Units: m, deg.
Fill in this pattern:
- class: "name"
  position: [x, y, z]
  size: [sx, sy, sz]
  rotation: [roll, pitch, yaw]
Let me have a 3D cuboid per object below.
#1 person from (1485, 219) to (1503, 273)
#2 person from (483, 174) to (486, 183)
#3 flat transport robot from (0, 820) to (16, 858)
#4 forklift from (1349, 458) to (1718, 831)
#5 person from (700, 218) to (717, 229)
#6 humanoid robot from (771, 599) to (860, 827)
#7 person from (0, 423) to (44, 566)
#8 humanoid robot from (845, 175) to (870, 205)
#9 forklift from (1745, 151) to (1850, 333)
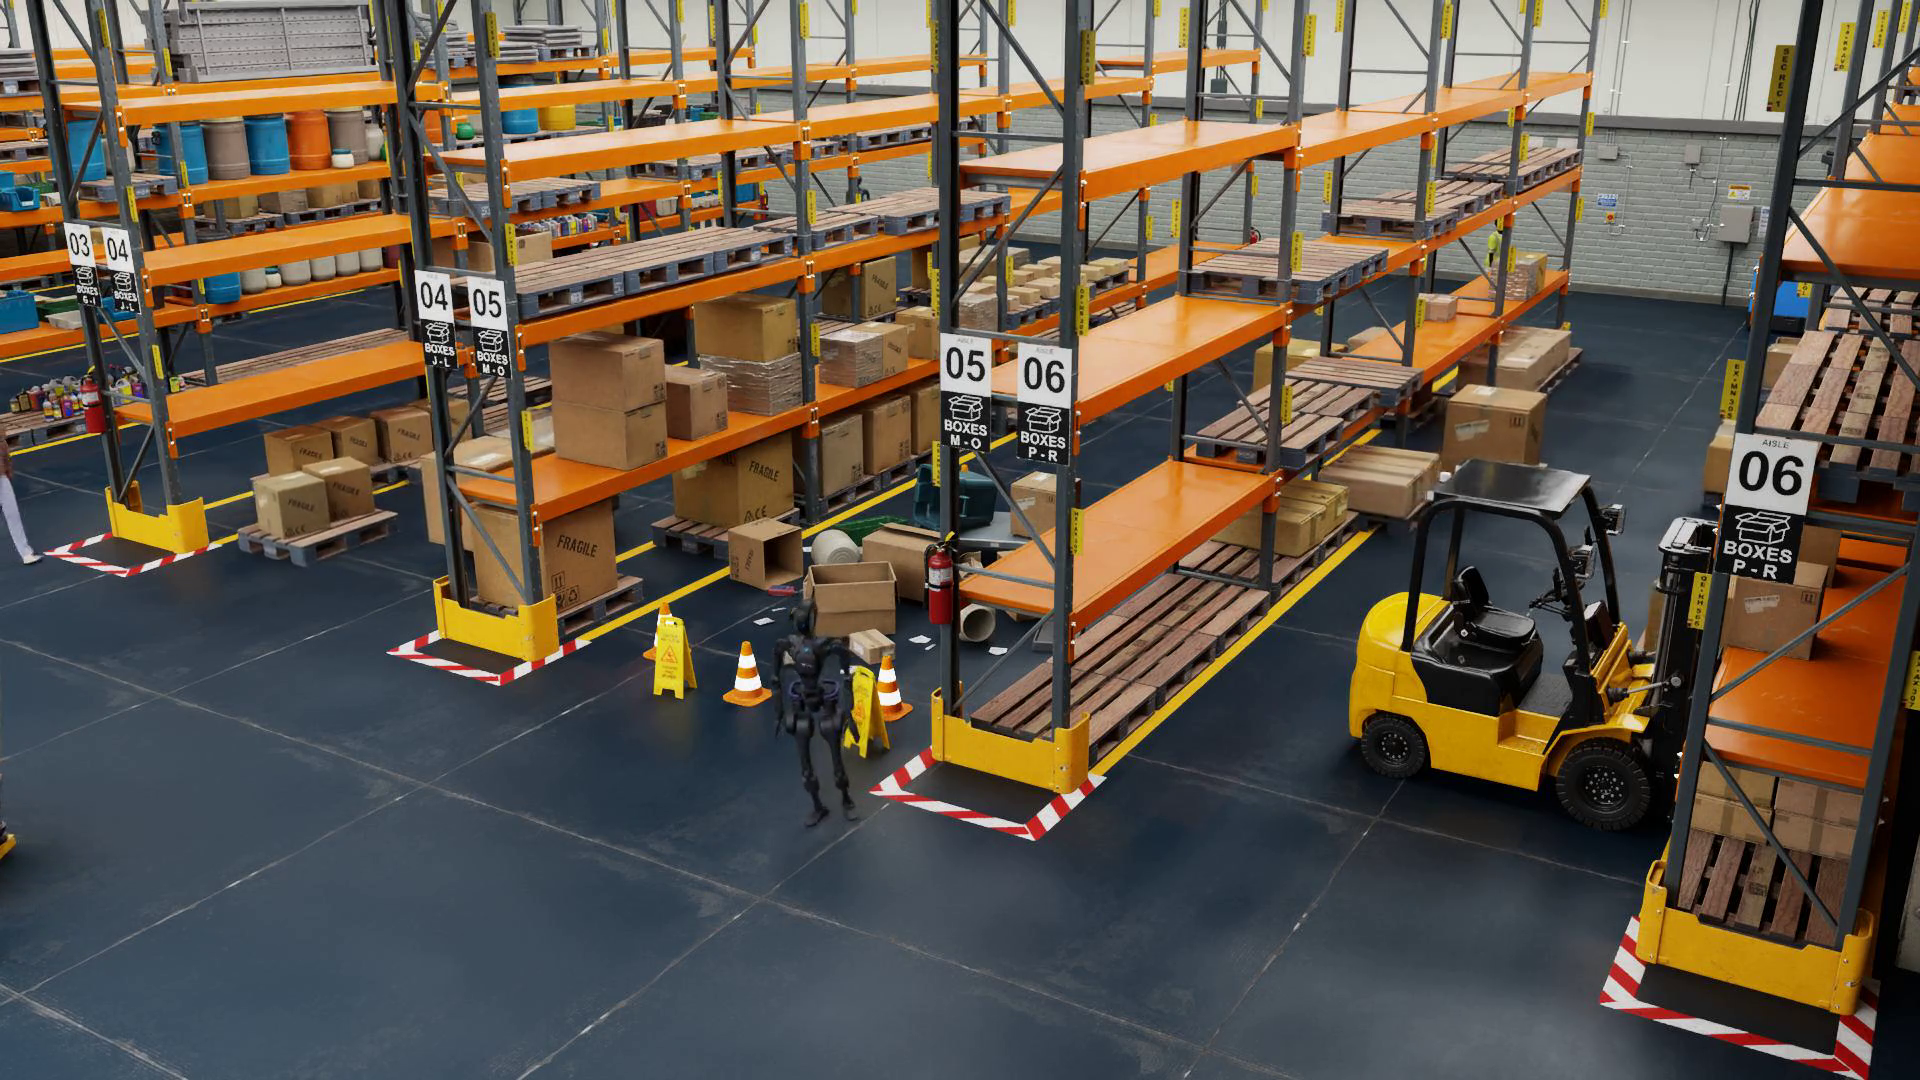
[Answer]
- class: "person"
  position: [8.883, -4.541, 27.553]
  size: [0.322, 1.697, 0.526]
  rotation: [17, 25, 40]
- class: "person"
  position: [-10.349, -7.765, 36.718]
  size: [0.331, 1.804, 0.518]
  rotation: [3, 19, 9]
- class: "flat transport robot"
  position: [-6.973, 2.050, 10.688]
  size: [1.431, 0.231, 0.659]
  rotation: [0, 19, 1]
- class: "forklift"
  position: [3.988, 0.658, 11.776]
  size: [2.313, 2.155, 1.214]
  rotation: [11, 22, 29]
- class: "person"
  position: [-5.291, -7.027, 34.762]
  size: [0.489, 1.687, 0.350]
  rotation: [-6, 20, -17]
- class: "humanoid robot"
  position: [-0.956, 1.147, 11.176]
  size: [0.604, 1.636, 0.463]
  rotation: [1, 19, 4]
- class: "person"
  position: [-9.293, -0.550, 15.966]
  size: [0.883, 1.717, 0.554]
  rotation: [12, 23, 31]
- class: "humanoid robot"
  position: [-2.027, -6.386, 32.937]
  size: [0.605, 1.647, 0.477]
  rotation: [-10, 21, -26]
- class: "forklift"
  position: [13.620, -4.667, 26.137]
  size: [1.873, 2.768, 1.129]
  rotation: [11, 22, 29]
